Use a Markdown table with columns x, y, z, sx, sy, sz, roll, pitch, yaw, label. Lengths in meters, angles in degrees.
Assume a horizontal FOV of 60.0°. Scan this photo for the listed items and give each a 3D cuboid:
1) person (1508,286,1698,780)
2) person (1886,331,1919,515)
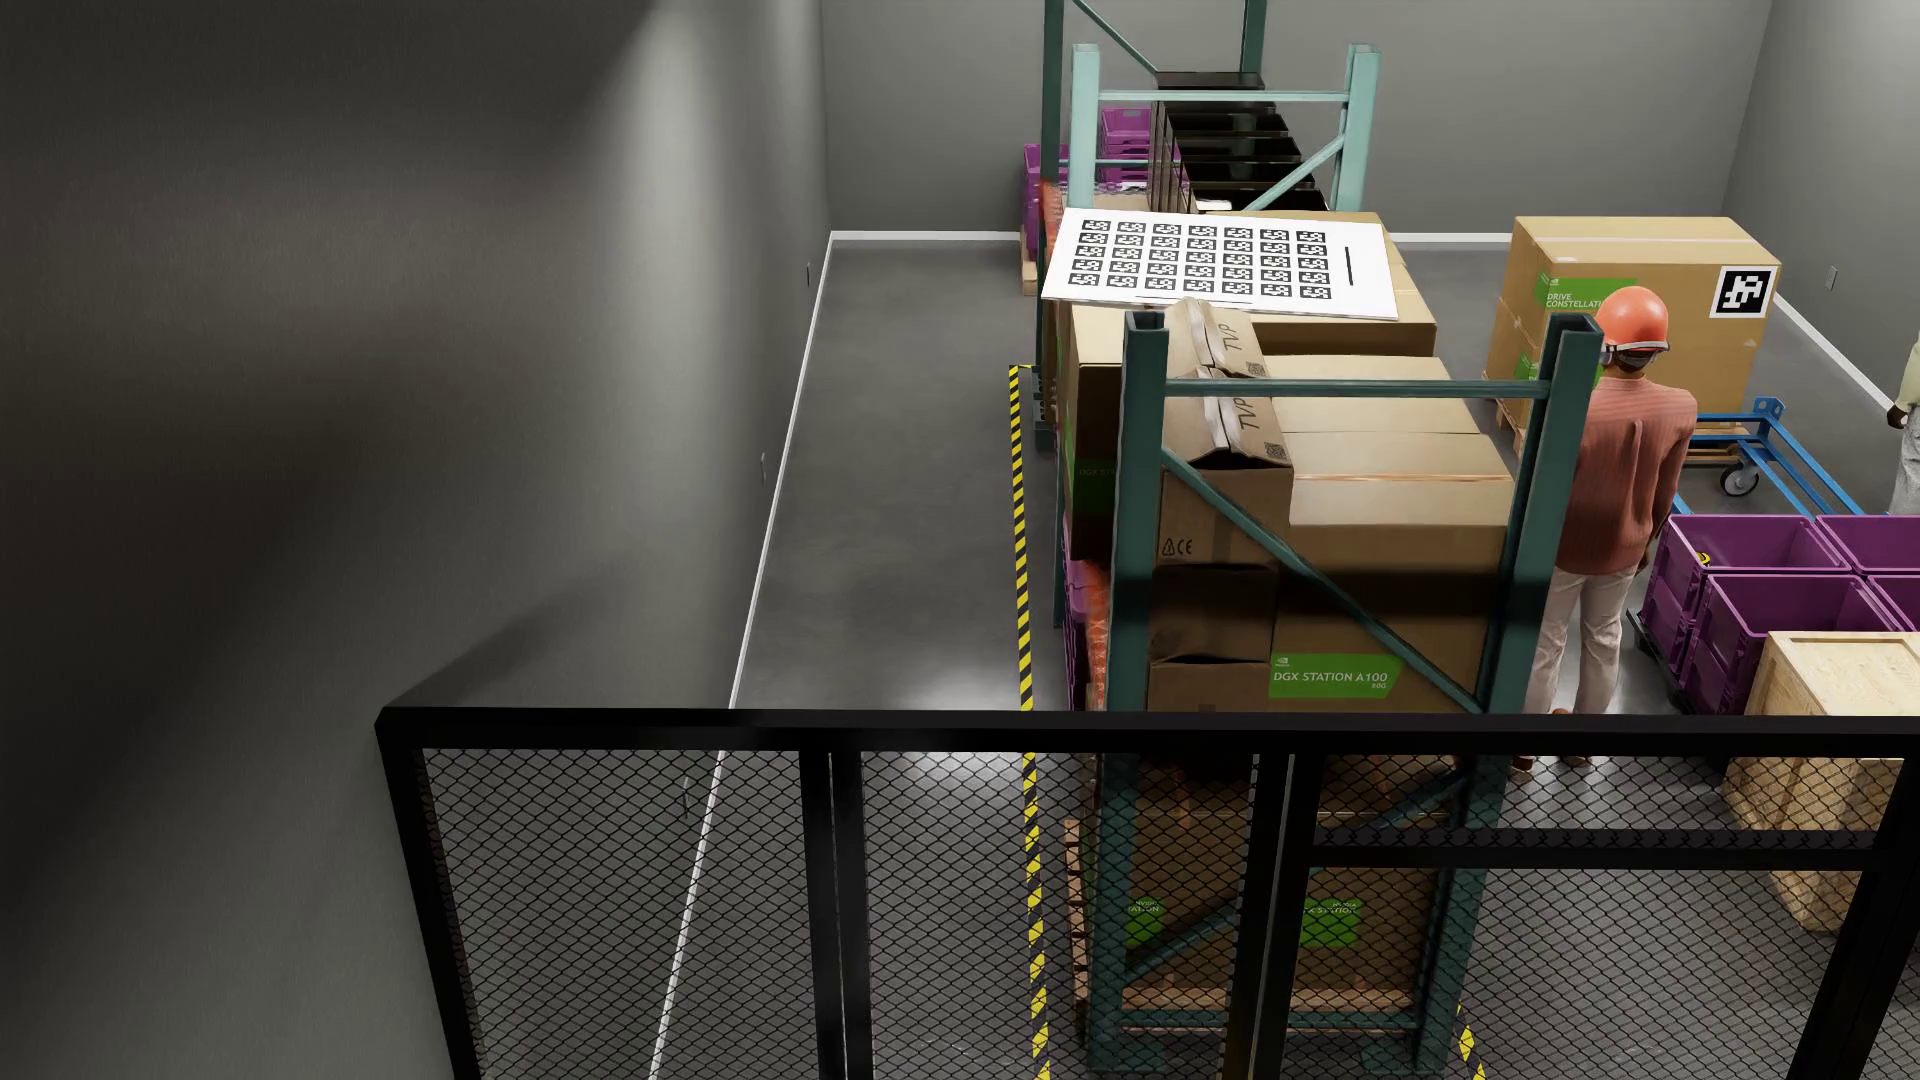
| x | y | z | sx | sy | sz | roll | pitch | yaw | label |
| --- | --- | --- | --- | --- | --- | --- | --- | --- | --- |
| 2.309 | 0.010 | 6.144 | 0.612 | 1.995 | 0.376 | -7 | 32 | -12 | person |
| 4.455 | -0.646 | 7.388 | 0.600 | 1.832 | 0.404 | 2 | 31 | 3 | person |
